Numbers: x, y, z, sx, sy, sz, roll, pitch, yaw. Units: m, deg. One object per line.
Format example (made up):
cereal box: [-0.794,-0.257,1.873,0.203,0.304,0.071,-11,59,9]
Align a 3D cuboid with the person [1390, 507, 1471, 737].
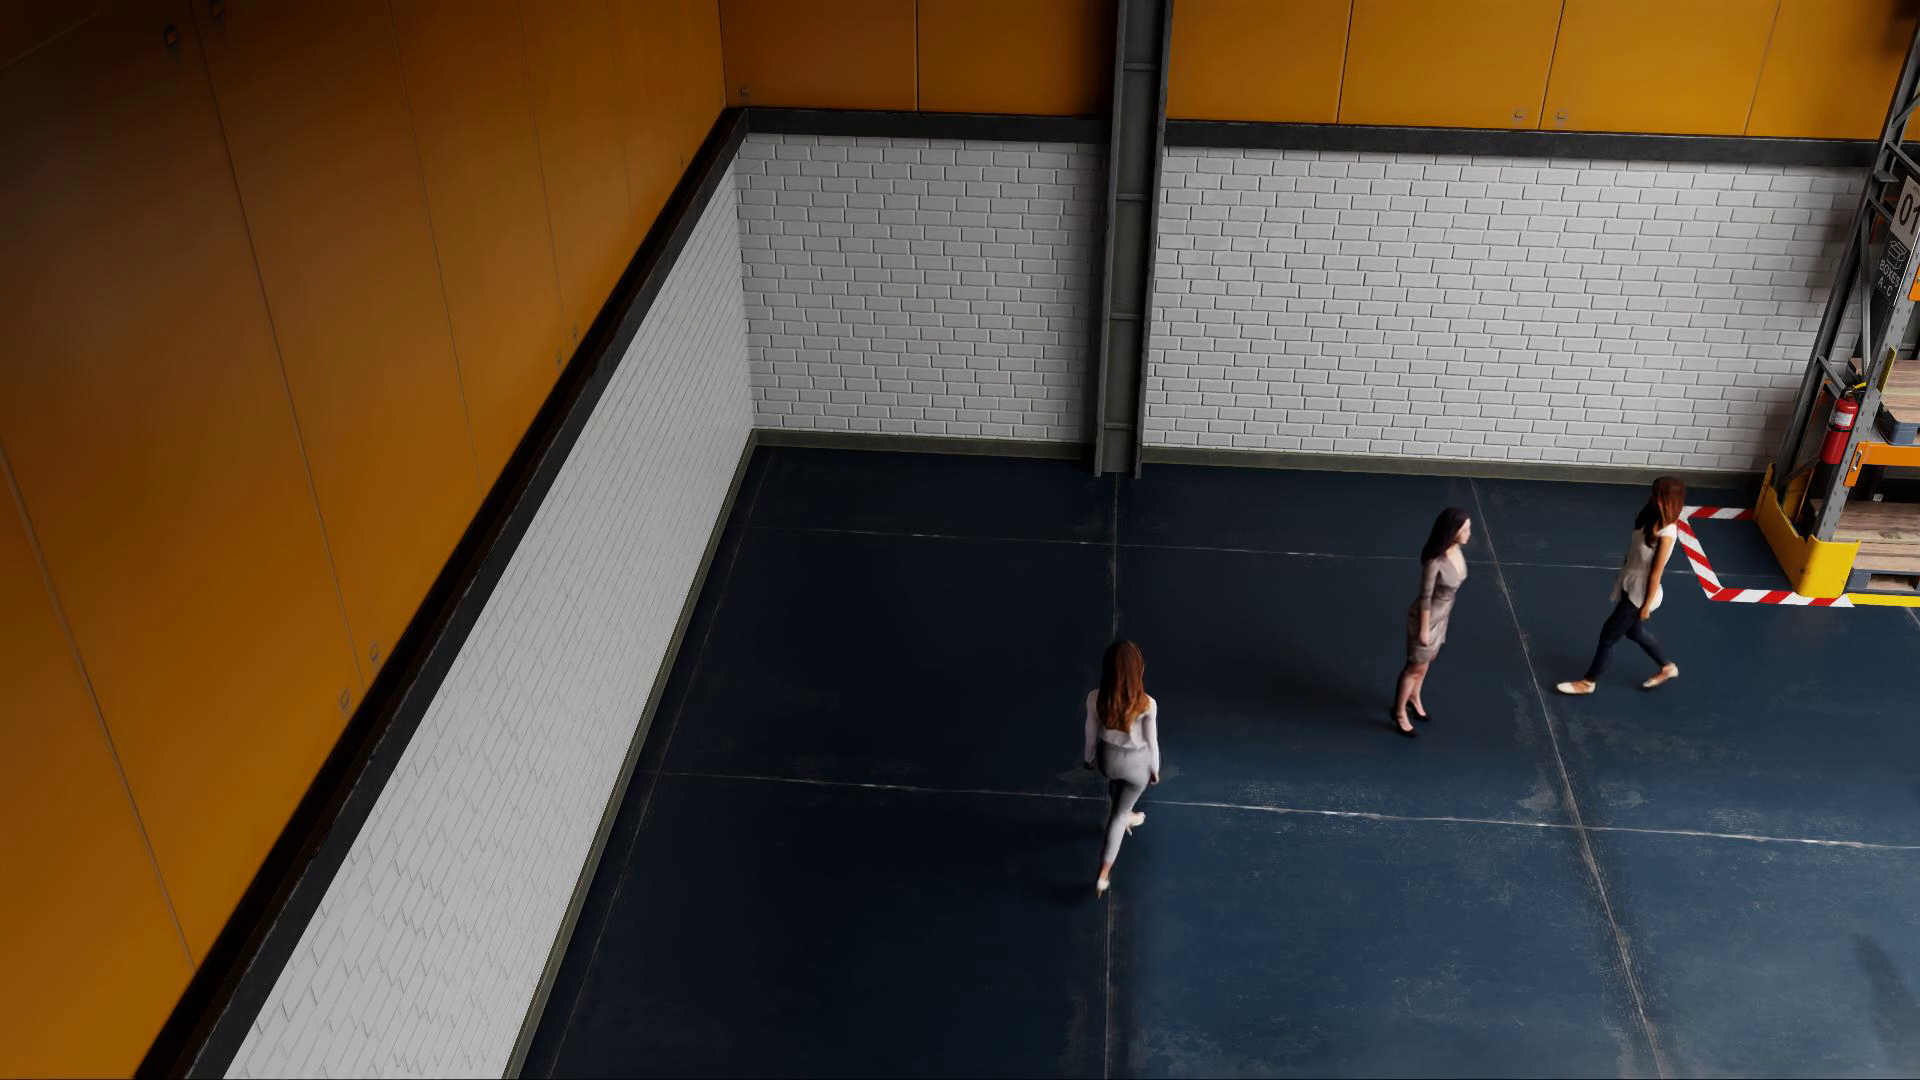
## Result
person: [3.104,0.526,10.999,0.670,1.745,0.663,21,39,28]

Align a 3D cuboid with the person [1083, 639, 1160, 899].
person: [0.982,1.361,9.795,1.002,1.688,0.847,12,36,18]

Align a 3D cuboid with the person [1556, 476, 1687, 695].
person: [4.672,0.355,11.249,1.043,1.753,0.619,5,34,7]
